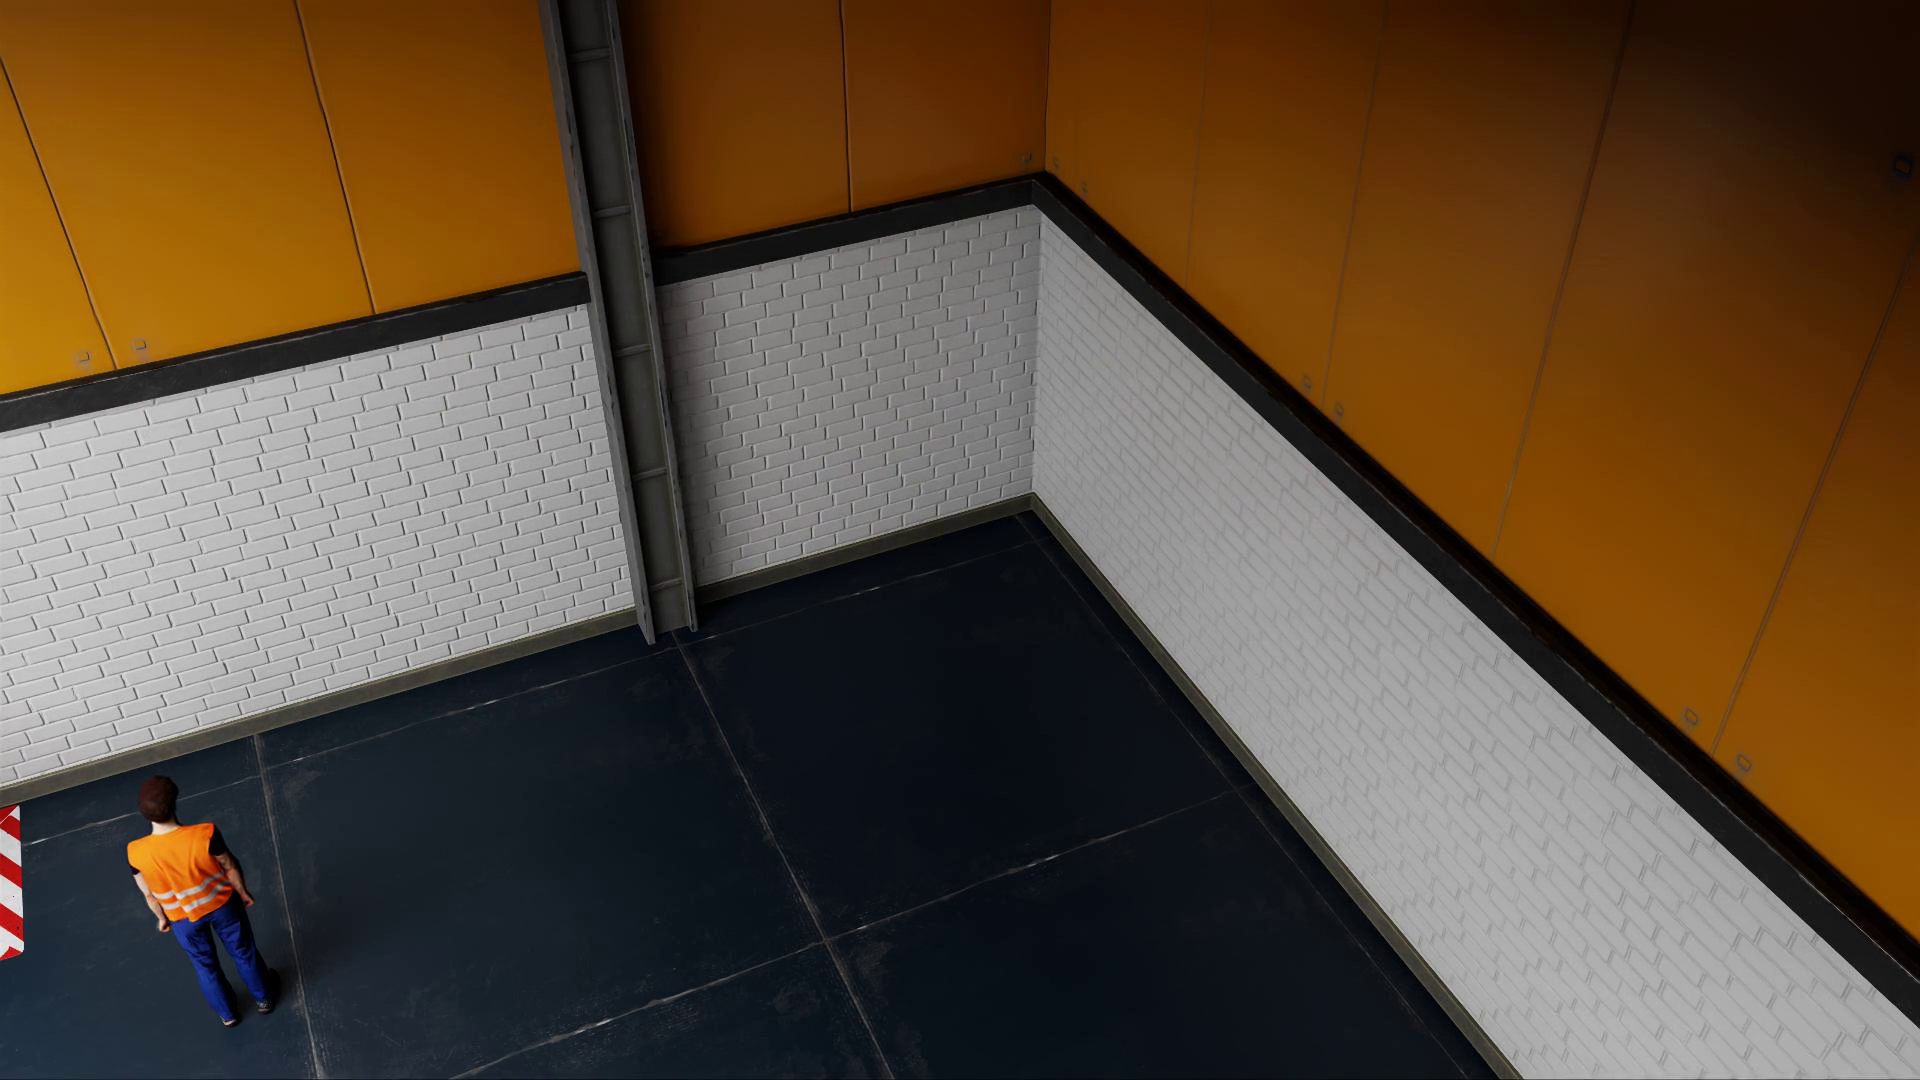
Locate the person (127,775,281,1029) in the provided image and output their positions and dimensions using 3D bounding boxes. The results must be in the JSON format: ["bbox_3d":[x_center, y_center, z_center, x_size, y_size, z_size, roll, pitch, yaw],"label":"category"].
[{"bbox_3d":[-4.273,2.057,9.377,0.537,1.888,0.714,-16,41,-19],"label":"person"}]
